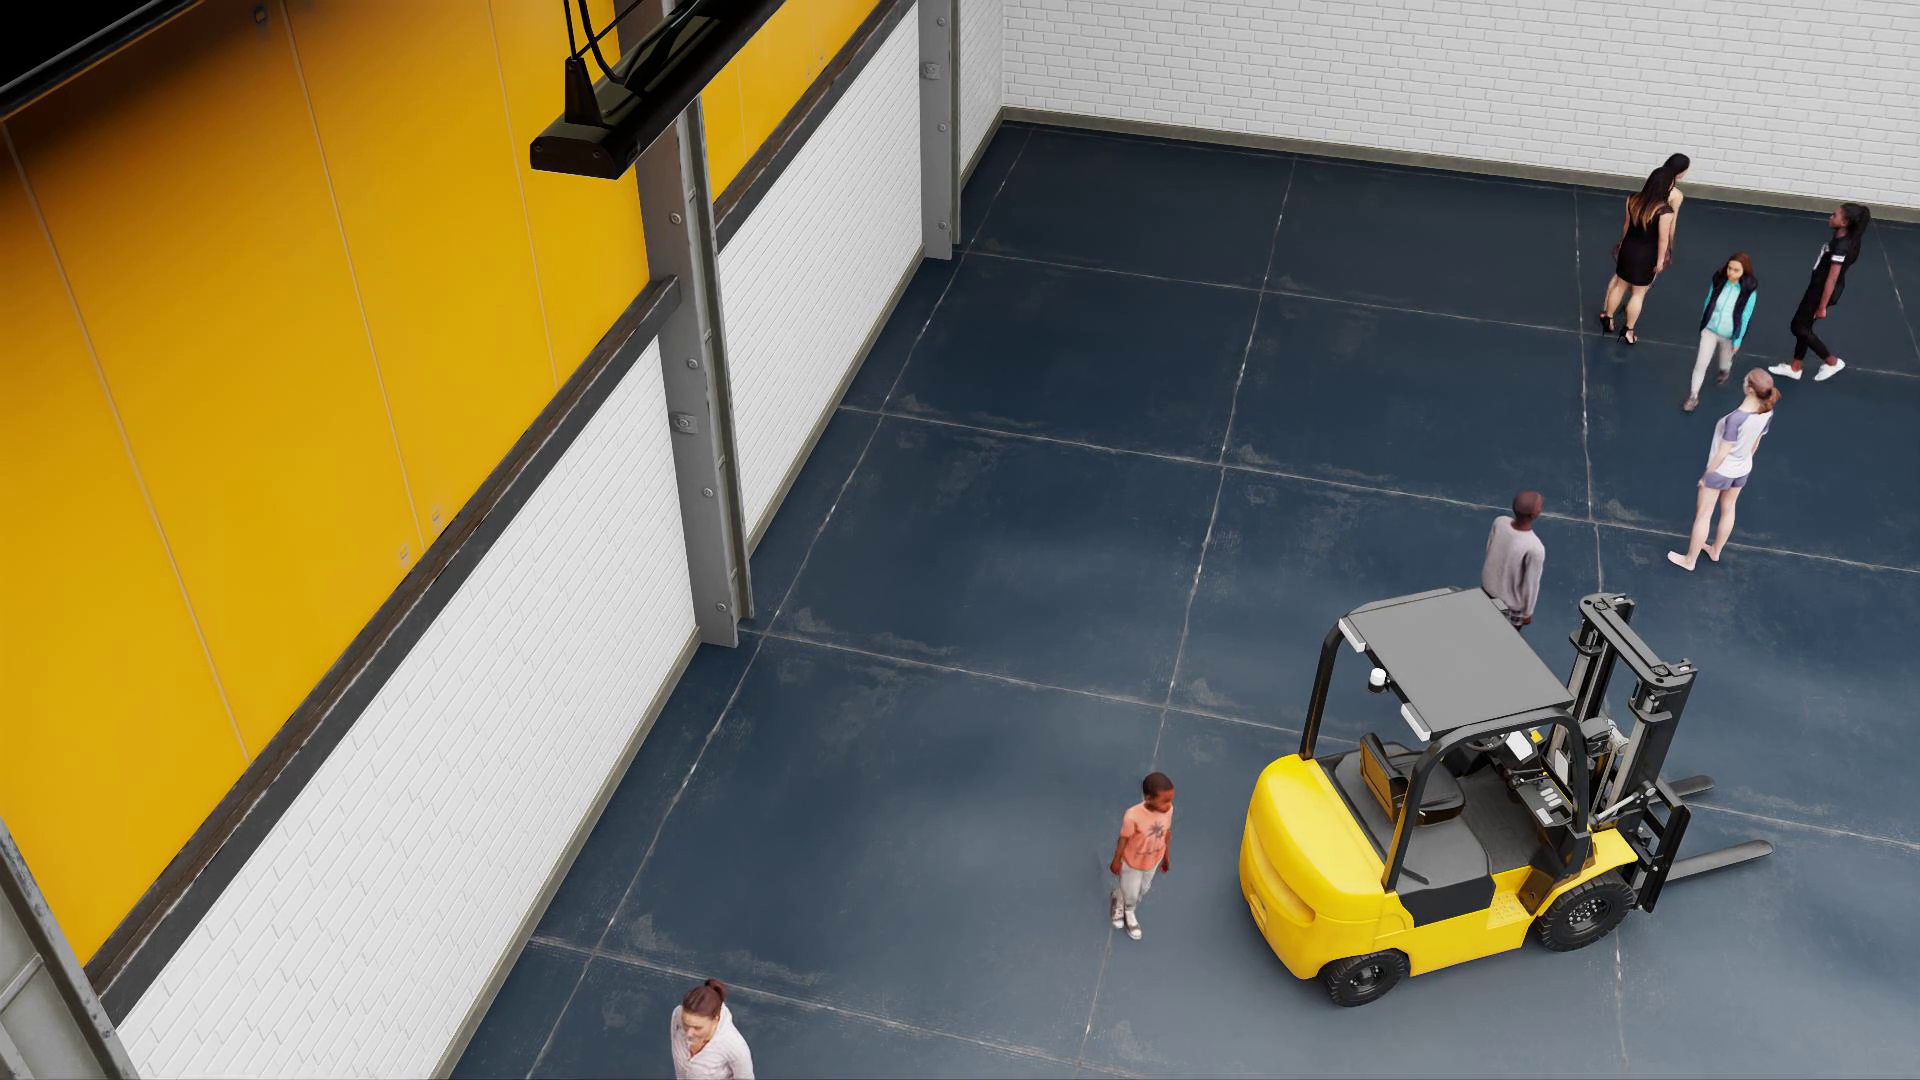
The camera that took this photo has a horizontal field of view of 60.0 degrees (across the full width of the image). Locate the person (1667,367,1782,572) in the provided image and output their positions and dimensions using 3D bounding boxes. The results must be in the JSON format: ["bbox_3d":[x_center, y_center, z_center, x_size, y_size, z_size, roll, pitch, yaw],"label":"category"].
[{"bbox_3d":[5.758,-0.530,12.468,0.686,1.768,0.736,-15,41,-18],"label":"person"}]

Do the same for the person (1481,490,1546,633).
[{"bbox_3d":[3.706,0.378,11.329,0.750,1.770,0.689,-20,43,-23],"label":"person"}]

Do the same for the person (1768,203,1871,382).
[{"bbox_3d":[7.602,-2.118,14.499,0.782,1.715,0.805,18,42,21],"label":"person"}]

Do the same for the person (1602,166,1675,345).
[{"bbox_3d":[6.161,-2.581,15.074,0.806,1.721,0.747,-20,43,-23],"label":"person"}]

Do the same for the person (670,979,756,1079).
[{"bbox_3d":[-1.222,2.773,8.392,0.701,1.692,0.670,21,43,25],"label":"person"}]

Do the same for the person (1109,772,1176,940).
[{"bbox_3d":[1.048,1.824,9.898,0.624,1.296,0.672,-11,40,-13],"label":"person"}]

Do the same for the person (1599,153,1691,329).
[{"bbox_3d":[6.256,-2.673,15.166,0.901,1.750,0.837,-31,48,-33],"label":"person"}]

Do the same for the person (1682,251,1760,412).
[{"bbox_3d":[6.601,-1.826,14.324,0.795,1.476,0.992,28,46,30],"label":"person"}]
